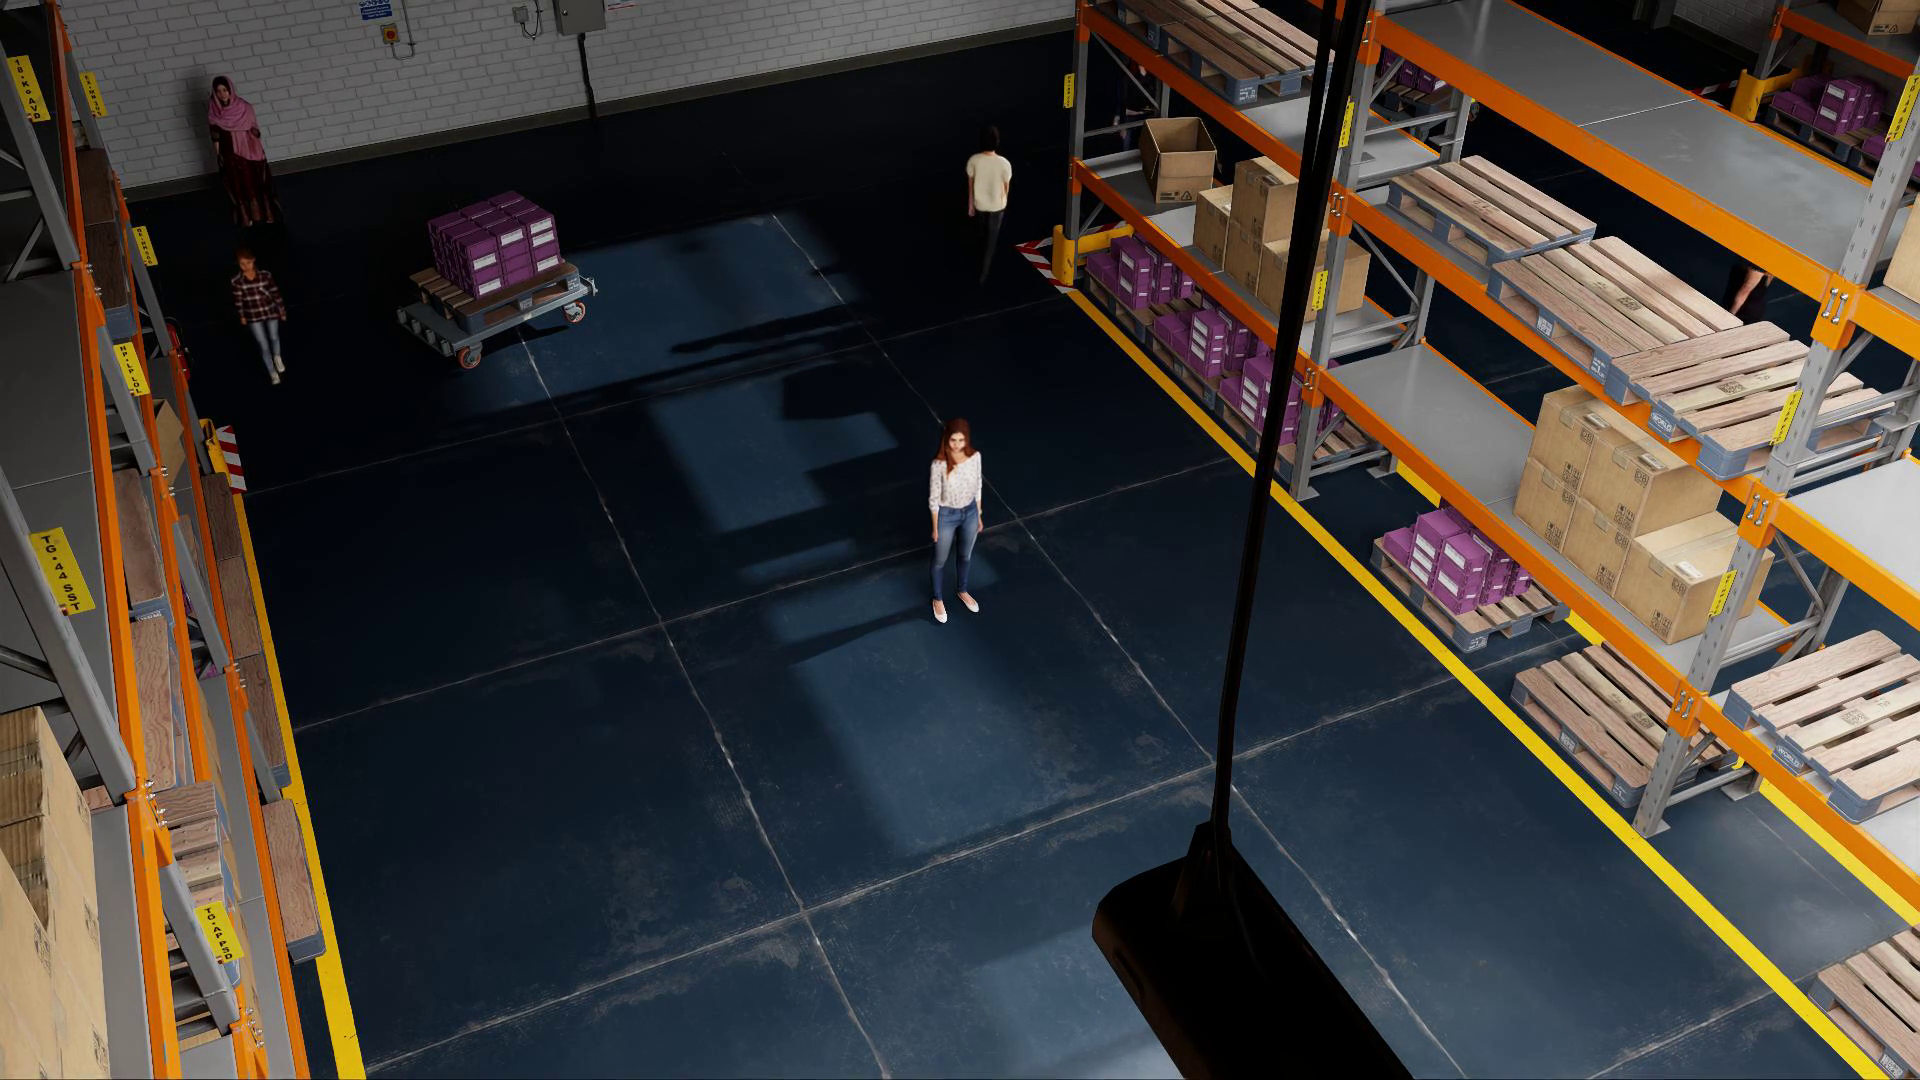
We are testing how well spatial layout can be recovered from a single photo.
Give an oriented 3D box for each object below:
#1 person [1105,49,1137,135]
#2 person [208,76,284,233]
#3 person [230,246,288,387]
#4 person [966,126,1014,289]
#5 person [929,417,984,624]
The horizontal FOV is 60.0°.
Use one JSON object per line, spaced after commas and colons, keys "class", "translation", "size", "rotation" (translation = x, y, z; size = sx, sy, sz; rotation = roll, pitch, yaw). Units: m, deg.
{"class": "person", "translation": [1.989, -5.354, 18.816], "size": [0.866, 1.460, 0.886], "rotation": [19, 42, 22]}
{"class": "person", "translation": [-7.313, -3.942, 16.906], "size": [0.654, 1.639, 0.579], "rotation": [-15, 41, -18]}
{"class": "person", "translation": [-6.237, -2.054, 14.825], "size": [0.575, 1.285, 0.818], "rotation": [-19, 43, -23]}
{"class": "person", "translation": [0.268, -3.159, 15.997], "size": [0.967, 1.549, 1.044], "rotation": [11, 40, 13]}
{"class": "person", "translation": [-0.038, -0.177, 12.121], "size": [0.571, 1.728, 0.497], "rotation": [-15, 41, -18]}
